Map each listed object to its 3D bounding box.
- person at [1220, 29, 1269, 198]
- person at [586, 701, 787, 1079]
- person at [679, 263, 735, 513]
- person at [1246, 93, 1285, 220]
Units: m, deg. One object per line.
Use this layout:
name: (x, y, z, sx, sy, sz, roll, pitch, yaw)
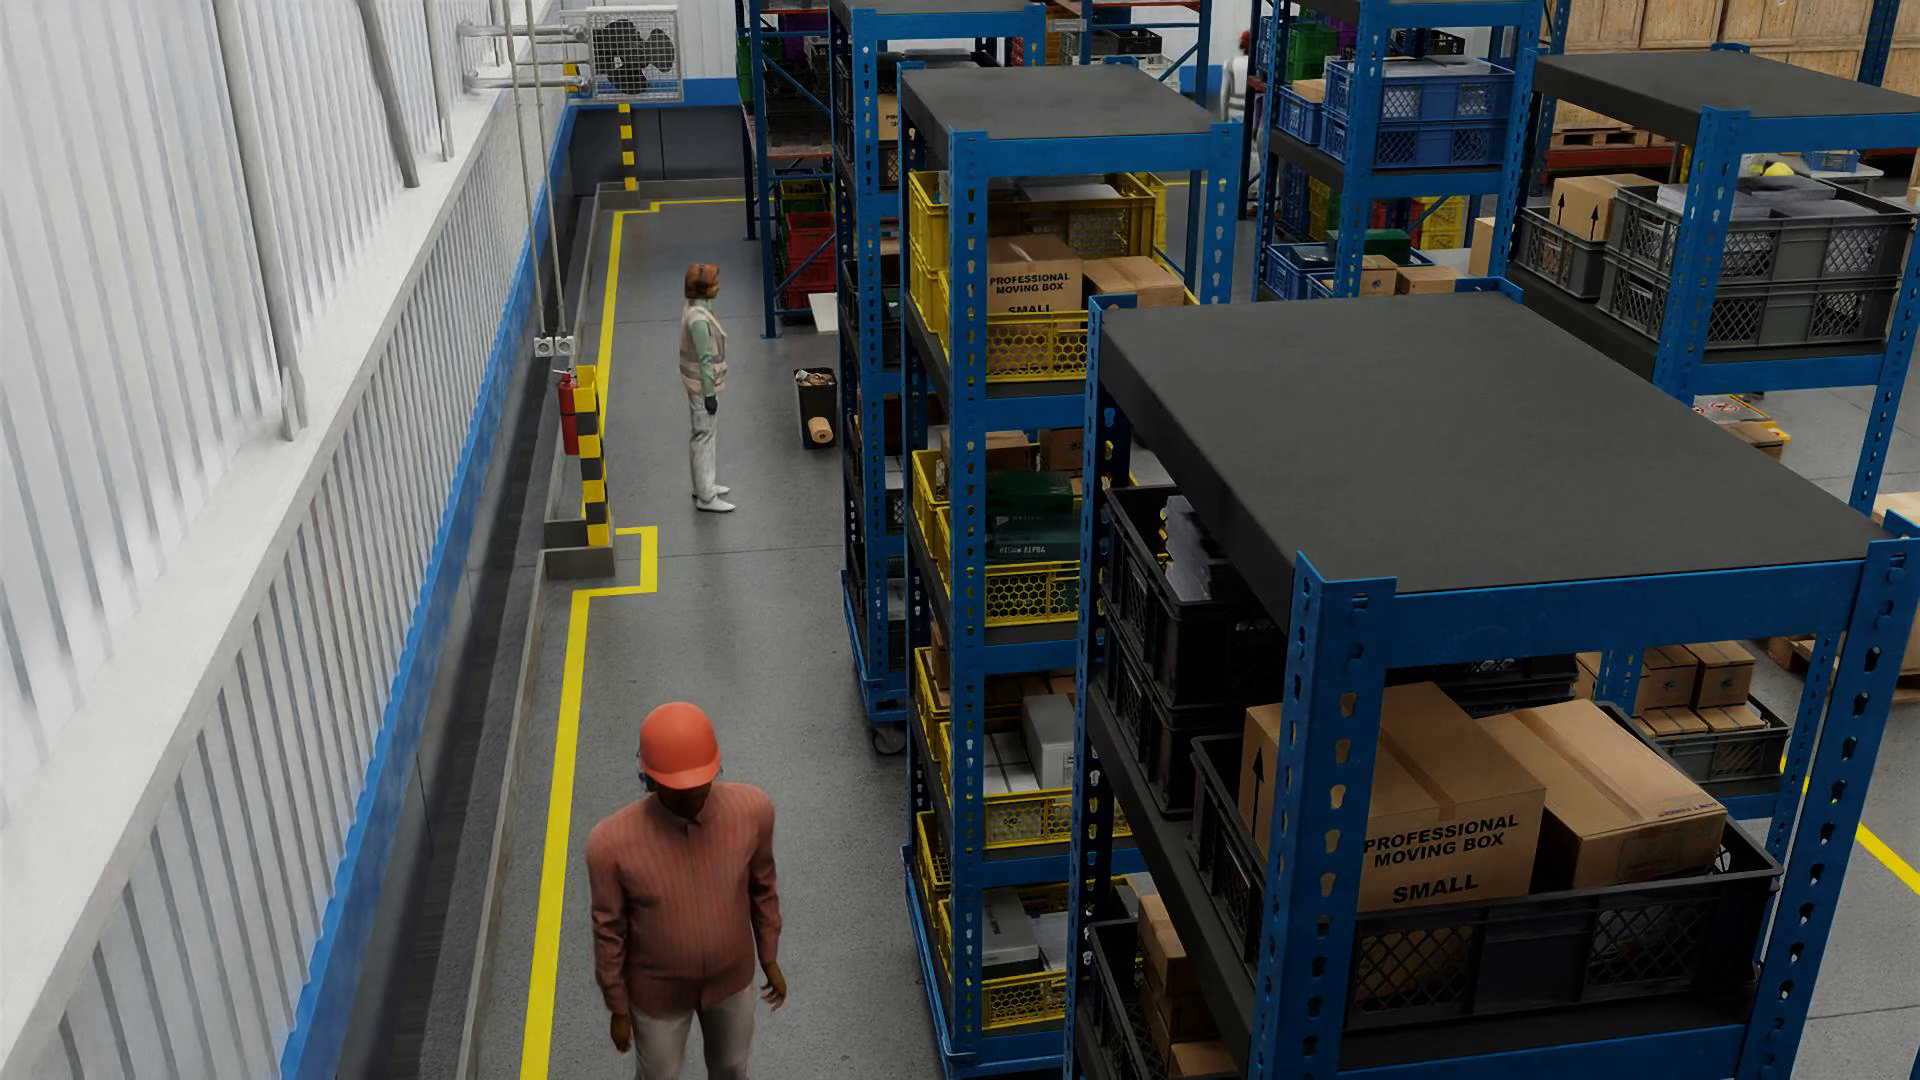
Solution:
person: (3.216, -4.779, 18.736, 0.584, 1.883, 0.337, 9, 26, 18)
person: (-0.829, 1.377, 5.225, 0.612, 1.995, 0.392, -13, 28, -26)
person: (-1.654, -0.994, 10.802, 0.311, 1.636, 0.522, -5, 25, -12)
person: (3.412, -4.423, 17.900, 0.628, 1.940, 0.373, 22, 33, 39)
